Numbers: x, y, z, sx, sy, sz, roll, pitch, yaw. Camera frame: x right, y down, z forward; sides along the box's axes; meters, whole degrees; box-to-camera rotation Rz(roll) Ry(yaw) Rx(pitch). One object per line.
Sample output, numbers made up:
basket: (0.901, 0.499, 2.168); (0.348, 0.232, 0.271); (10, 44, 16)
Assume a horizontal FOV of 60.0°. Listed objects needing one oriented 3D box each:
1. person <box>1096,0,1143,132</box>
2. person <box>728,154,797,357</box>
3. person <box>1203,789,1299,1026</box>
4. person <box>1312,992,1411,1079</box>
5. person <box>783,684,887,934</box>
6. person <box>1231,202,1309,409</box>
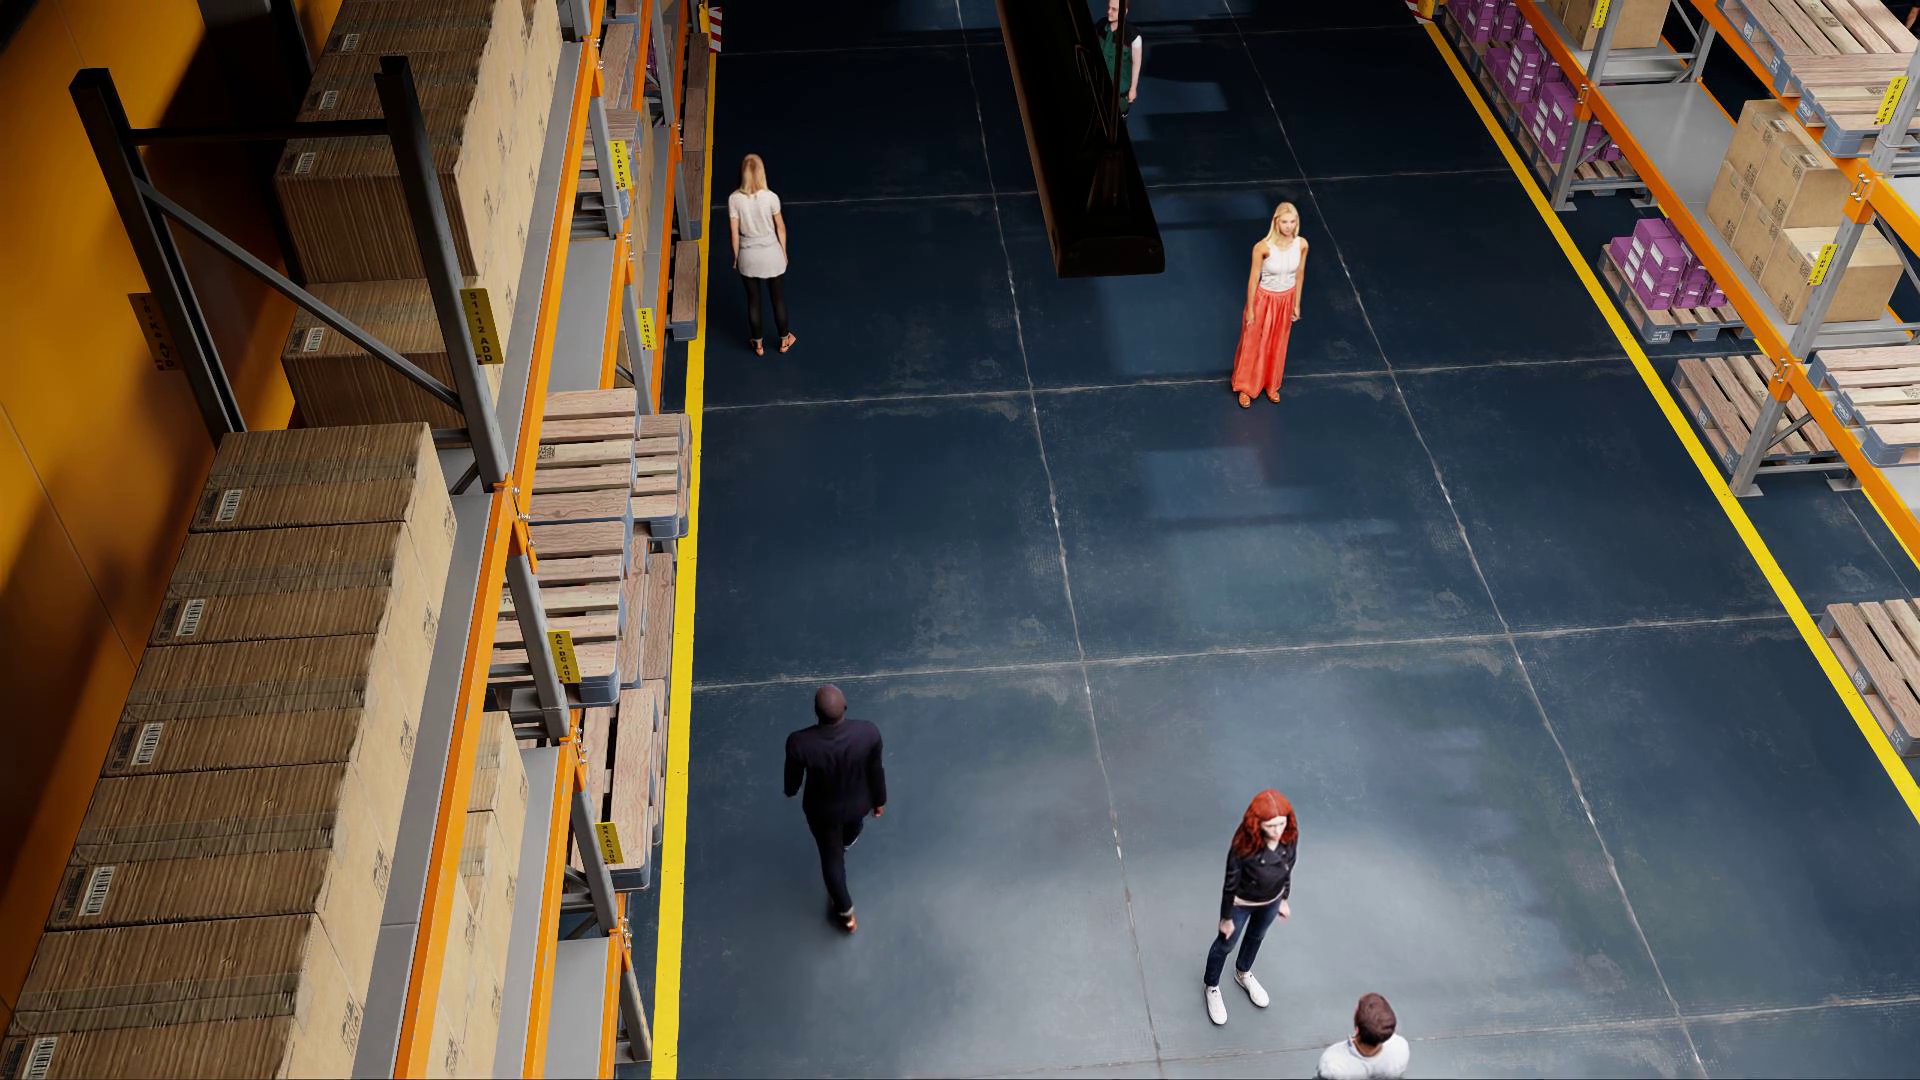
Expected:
person: (1.413, -4.206, 15.391); (0.734, 1.842, 0.798); (31, 52, 28)
person: (-1.604, -2.269, 13.370); (0.607, 1.826, 0.525); (-2, 44, -2)
person: (1.572, 1.957, 8.963); (0.633, 1.786, 0.631); (-15, 46, -15)
person: (1.870, 2.774, 8.061); (0.700, 1.846, 0.618); (-13, 45, -13)
person: (-0.676, 1.561, 9.380); (0.842, 1.784, 1.129); (-11, 45, -12)
person: (2.420, -1.839, 12.935); (0.657, 1.803, 0.622); (-10, 45, -10)
